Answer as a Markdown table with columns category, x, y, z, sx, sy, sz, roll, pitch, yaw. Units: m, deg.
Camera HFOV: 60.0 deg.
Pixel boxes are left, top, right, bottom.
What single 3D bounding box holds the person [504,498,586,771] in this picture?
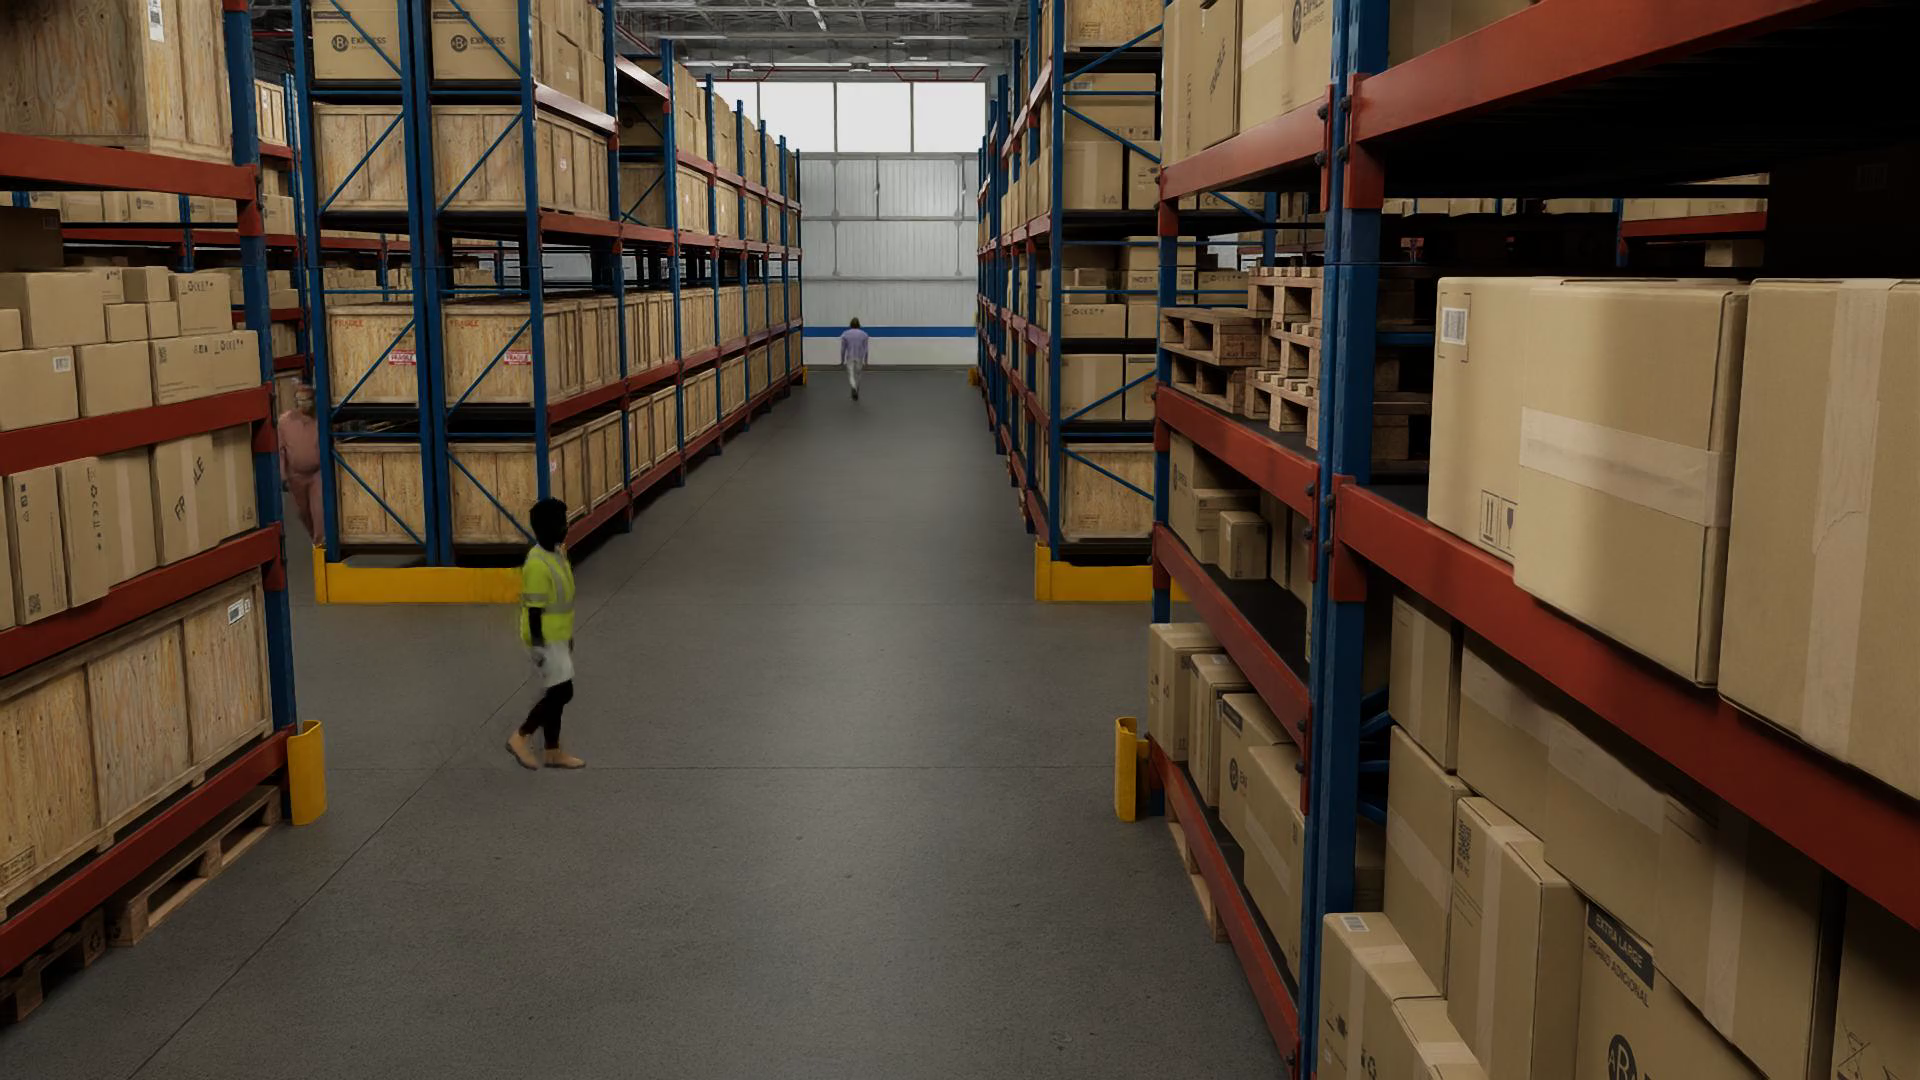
| category | x | y | z | sx | sy | sz | roll | pitch | yaw |
| --- | --- | --- | --- | --- | --- | --- | --- | --- | --- |
| person | -2.461 | 0.580 | 9.974 | 0.375 | 1.685 | 0.534 | 0 | 9 | 0 |

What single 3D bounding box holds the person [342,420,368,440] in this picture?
| category | x | y | z | sx | sy | sz | roll | pitch | yaw |
| --- | --- | --- | --- | --- | --- | --- | --- | --- | --- |
| person | -9.764 | -2.165 | 26.696 | 0.499 | 1.712 | 0.774 | 1 | 9 | 7 |

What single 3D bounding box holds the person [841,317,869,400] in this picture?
| category | x | y | z | sx | sy | sz | roll | pitch | yaw |
| --- | --- | --- | --- | --- | --- | --- | --- | --- | --- |
| person | -2.427 | -4.197 | 38.522 | 0.644 | 1.919 | 0.513 | -2 | 9 | -11 |

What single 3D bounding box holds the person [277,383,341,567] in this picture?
| category | x | y | z | sx | sy | sz | roll | pitch | yaw |
| --- | --- | --- | --- | --- | --- | --- | --- | --- | --- |
| person | -6.701 | -0.697 | 17.184 | 0.637 | 1.876 | 0.770 | -1 | 9 | -7 |

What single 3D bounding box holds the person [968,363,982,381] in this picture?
| category | x | y | z | sx | sy | sz | roll | pitch | yaw |
| --- | --- | --- | --- | --- | --- | --- | --- | --- | --- |
| person | 0.660 | -4.990 | 44.082 | 0.923 | 1.699 | 0.571 | -1 | 9 | -7 |
